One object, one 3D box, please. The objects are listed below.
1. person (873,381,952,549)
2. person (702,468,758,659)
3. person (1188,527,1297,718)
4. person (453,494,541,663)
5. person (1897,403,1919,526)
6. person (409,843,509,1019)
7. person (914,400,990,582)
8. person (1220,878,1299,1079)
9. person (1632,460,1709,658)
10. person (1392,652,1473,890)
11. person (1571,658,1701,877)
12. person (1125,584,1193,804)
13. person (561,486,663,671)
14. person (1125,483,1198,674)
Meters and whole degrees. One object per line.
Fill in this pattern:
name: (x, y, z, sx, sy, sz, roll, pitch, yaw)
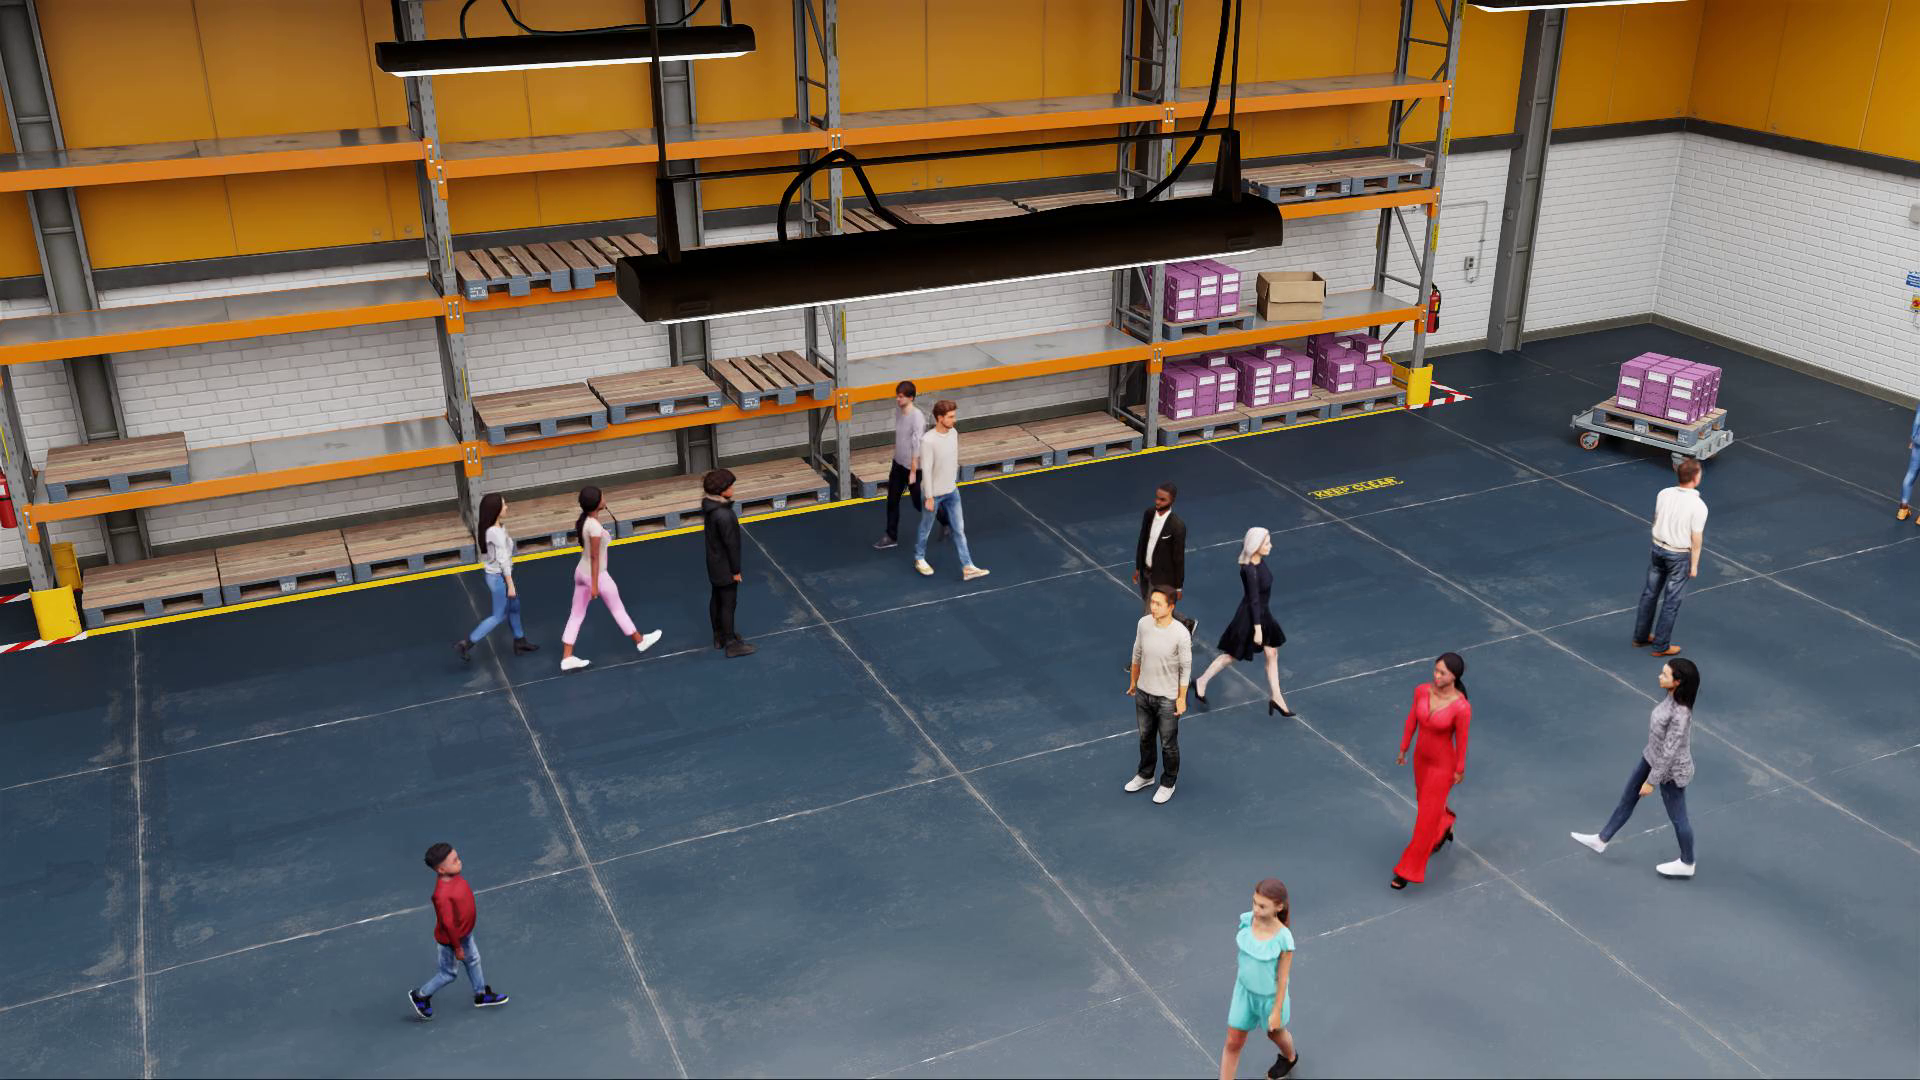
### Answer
person: (-0.433, -0.769, 17.182, 1.157, 1.813, 0.771, -15, 28, -31)
person: (-2.140, 0.198, 15.014, 0.601, 1.778, 0.645, -14, 27, -28)
person: (2.354, 0.711, 13.943, 1.203, 1.698, 1.094, 7, 24, 15)
person: (-4.195, 0.377, 14.817, 1.018, 1.608, 0.661, -12, 26, -26)
person: (10.430, -1.008, 17.858, 0.592, 1.711, 0.654, -17, 29, -34)
person: (-3.243, 2.471, 10.480, 0.880, 1.245, 0.715, 0, 24, 0)
person: (-0.279, -0.503, 16.520, 1.174, 1.856, 1.037, -22, 32, -40)
person: (1.826, 2.638, 9.753, 1.109, 1.521, 0.760, -19, 30, -36)
person: (6.413, 0.150, 15.035, 0.553, 1.850, 0.653, -12, 26, -25)
person: (3.432, 1.593, 11.868, 1.148, 1.743, 0.757, -16, 28, -32)
person: (5.111, 1.644, 11.812, 1.187, 1.693, 1.056, 5, 24, 11)
person: (1.545, 1.155, 12.783, 0.733, 1.811, 0.694, 19, 30, 36)
person: (-3.321, 0.379, 14.710, 1.202, 1.691, 0.690, -13, 27, -28)
person: (1.829, 0.310, 14.763, 1.076, 1.775, 0.730, -14, 27, -28)
